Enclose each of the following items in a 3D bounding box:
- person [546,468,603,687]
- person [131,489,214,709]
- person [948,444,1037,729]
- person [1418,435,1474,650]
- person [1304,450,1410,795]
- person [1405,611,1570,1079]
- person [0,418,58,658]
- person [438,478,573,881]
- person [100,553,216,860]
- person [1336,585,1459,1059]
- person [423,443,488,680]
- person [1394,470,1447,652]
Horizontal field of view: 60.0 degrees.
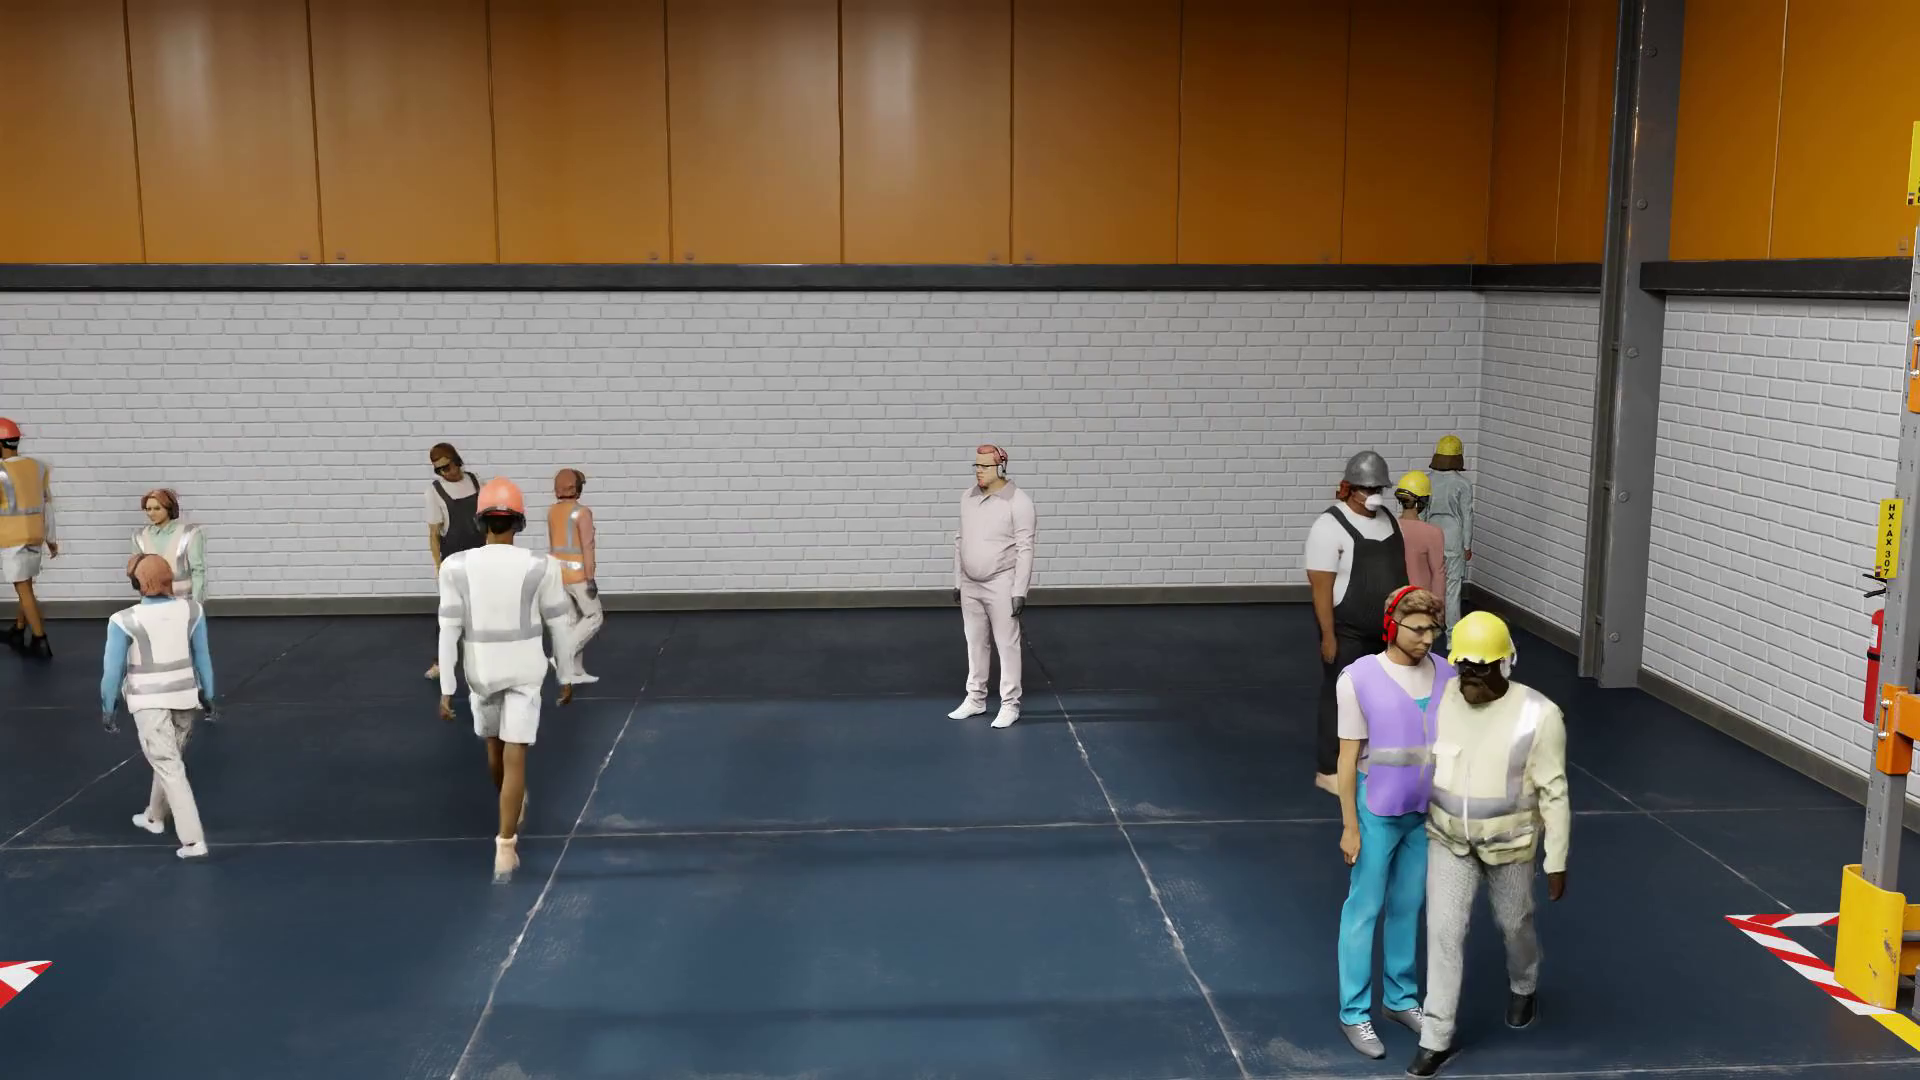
[{"bbox_3d":[-2.861,0.289,12.190,0.544,1.617,0.414,9,12,43],"label":"person"},{"bbox_3d":[-5.380,0.436,11.378,0.513,1.599,0.845,-1,9,-4],"label":"person"},{"bbox_3d":[0.197,0.305,11.219,0.643,1.909,0.410,7,12,39],"label":"person"},{"bbox_3d":[3.945,0.019,13.528,0.484,1.744,0.295,8,12,39],"label":"person"},{"bbox_3d":[2.370,0.474,9.738,0.696,2.000,0.536,-6,11,-32],"label":"person"},{"bbox_3d":[2.059,1.130,6.471,0.620,1.799,0.839,6,11,33],"label":"person"},{"bbox_3d":[-7.566,-0.013,13.190,0.783,1.910,0.572,3,10,20],"label":"person"},{"bbox_3d":[-2.334,0.671,8.638,0.631,1.989,1.050,-1,9,-4],"label":"person"},{"bbox_3d":[-4.204,0.857,8.724,0.857,1.589,0.534,6,11,35],"label":"person"},{"bbox_3d":[1.710,1.081,6.553,0.565,1.840,0.390,-5,10,-29],"label":"person"},{"bbox_3d":[-3.743,0.152,12.535,0.332,1.806,0.642,7,12,39],"label":"person"},{"bbox_3d":[2.946,0.425,10.910,0.522,1.769,0.310,8,12,42],"label":"person"}]
